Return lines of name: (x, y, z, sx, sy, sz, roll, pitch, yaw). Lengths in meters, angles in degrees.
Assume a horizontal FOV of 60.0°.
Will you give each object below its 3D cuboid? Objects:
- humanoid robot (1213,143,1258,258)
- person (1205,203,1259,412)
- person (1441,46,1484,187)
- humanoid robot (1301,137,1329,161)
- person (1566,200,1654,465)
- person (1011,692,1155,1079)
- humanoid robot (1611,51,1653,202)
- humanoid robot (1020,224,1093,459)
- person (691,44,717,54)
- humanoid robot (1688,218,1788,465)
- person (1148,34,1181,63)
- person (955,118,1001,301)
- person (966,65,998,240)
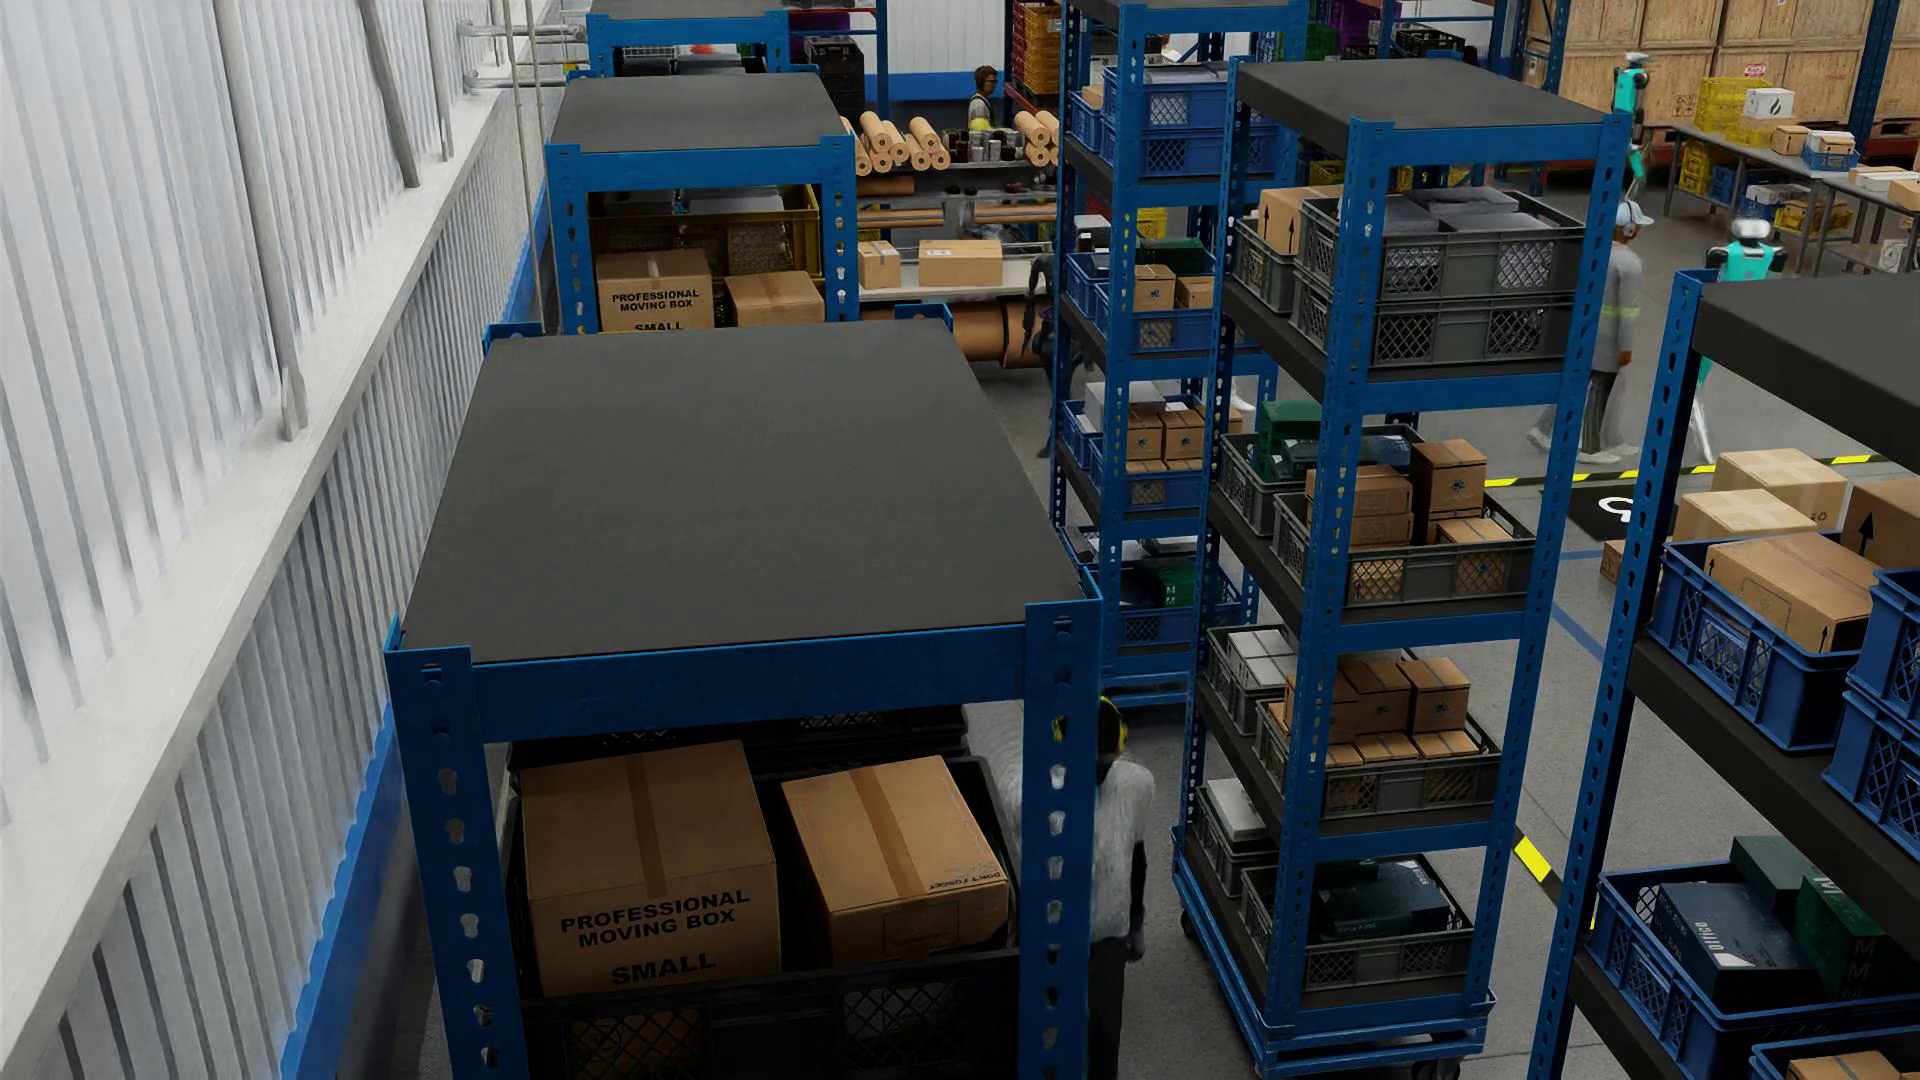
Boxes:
humanoid robot: (2.525, -3.269, 15.726, 0.592, 1.644, 0.482, 1, 25, 3)
person: (2.061, -1.812, 12.330, 0.317, 1.863, 0.519, 19, 31, 36)
person: (5.355, -4.311, 17.756, 0.599, 1.854, 0.967, -12, 27, -25)
humanoid robot: (3.957, -4.486, 18.357, 0.363, 1.650, 0.610, -4, 25, -9)
person: (4.483, -1.439, 11.532, 0.396, 1.850, 0.596, -8, 26, -17)
person: (0.379, 1.288, 5.623, 0.514, 1.842, 0.801, -5, 25, -12)
humanoid robot: (7.411, -4.374, 18.140, 0.730, 1.869, 0.535, -5, 25, -11)
humanoid robot: (0.718, -1.454, 11.839, 0.596, 1.630, 0.786, 13, 28, 27)
person: (-2.653, -4.272, 17.528, 0.505, 1.992, 0.659, 14, 28, 27)
humanoid robot: (5.365, -1.480, 11.852, 0.535, 1.783, 1.057, 1, 25, 2)
person: (2.317, -5.038, 19.362, 0.571, 1.843, 0.375, -18, 30, -33)
person: (0.145, -2.912, 14.914, 0.487, 1.699, 0.919, -9, 26, -19)
person: (0.221, -3.831, 16.747, 0.345, 1.841, 0.506, -1, 25, -2)
